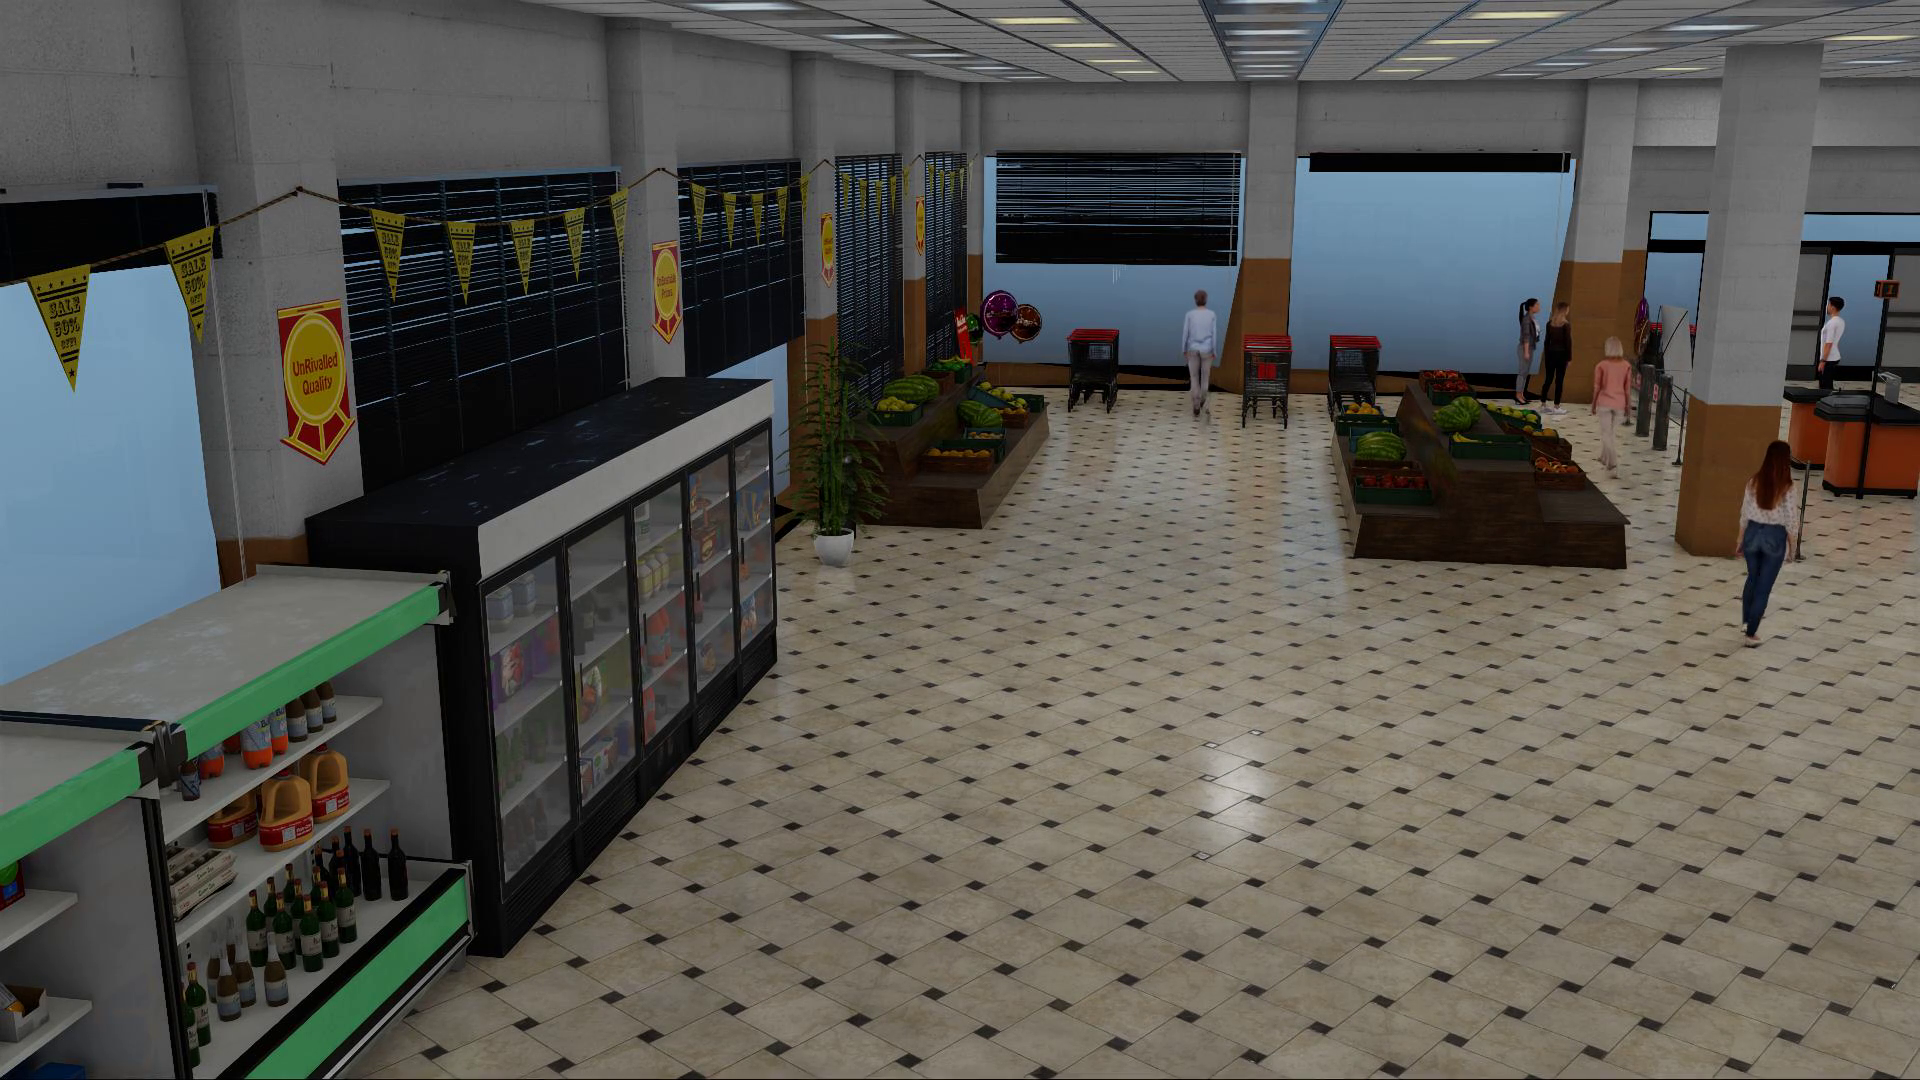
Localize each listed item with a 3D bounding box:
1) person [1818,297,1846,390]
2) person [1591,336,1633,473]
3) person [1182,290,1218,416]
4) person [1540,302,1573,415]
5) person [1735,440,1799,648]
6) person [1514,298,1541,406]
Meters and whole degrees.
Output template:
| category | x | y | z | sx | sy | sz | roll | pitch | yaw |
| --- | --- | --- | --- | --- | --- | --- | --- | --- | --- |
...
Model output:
| category | x | y | z | sx | sy | sz | roll | pitch | yaw |
| --- | --- | --- | --- | --- | --- | --- | --- | --- | --- |
| person | 12.897 | -2.679 | 24.668 | 0.815 | 1.851 | 0.694 | 12 | 18 | 42 |
| person | 8.172 | -1.662 | 20.843 | 0.706 | 1.677 | 1.162 | 1 | 14 | 2 |
| person | 3.637 | -2.813 | 25.225 | 0.746 | 1.849 | 1.183 | 1 | 14 | 5 |
| person | 9.109 | -2.782 | 25.407 | 0.739 | 1.703 | 0.656 | -8 | 16 | -31 |
| person | 6.604 | 0.043 | 13.729 | 0.790 | 1.717 | 0.736 | -11 | 18 | -39 |
| person | 8.950 | -2.984 | 26.299 | 0.743 | 1.675 | 0.626 | 8 | 16 | 30 |
